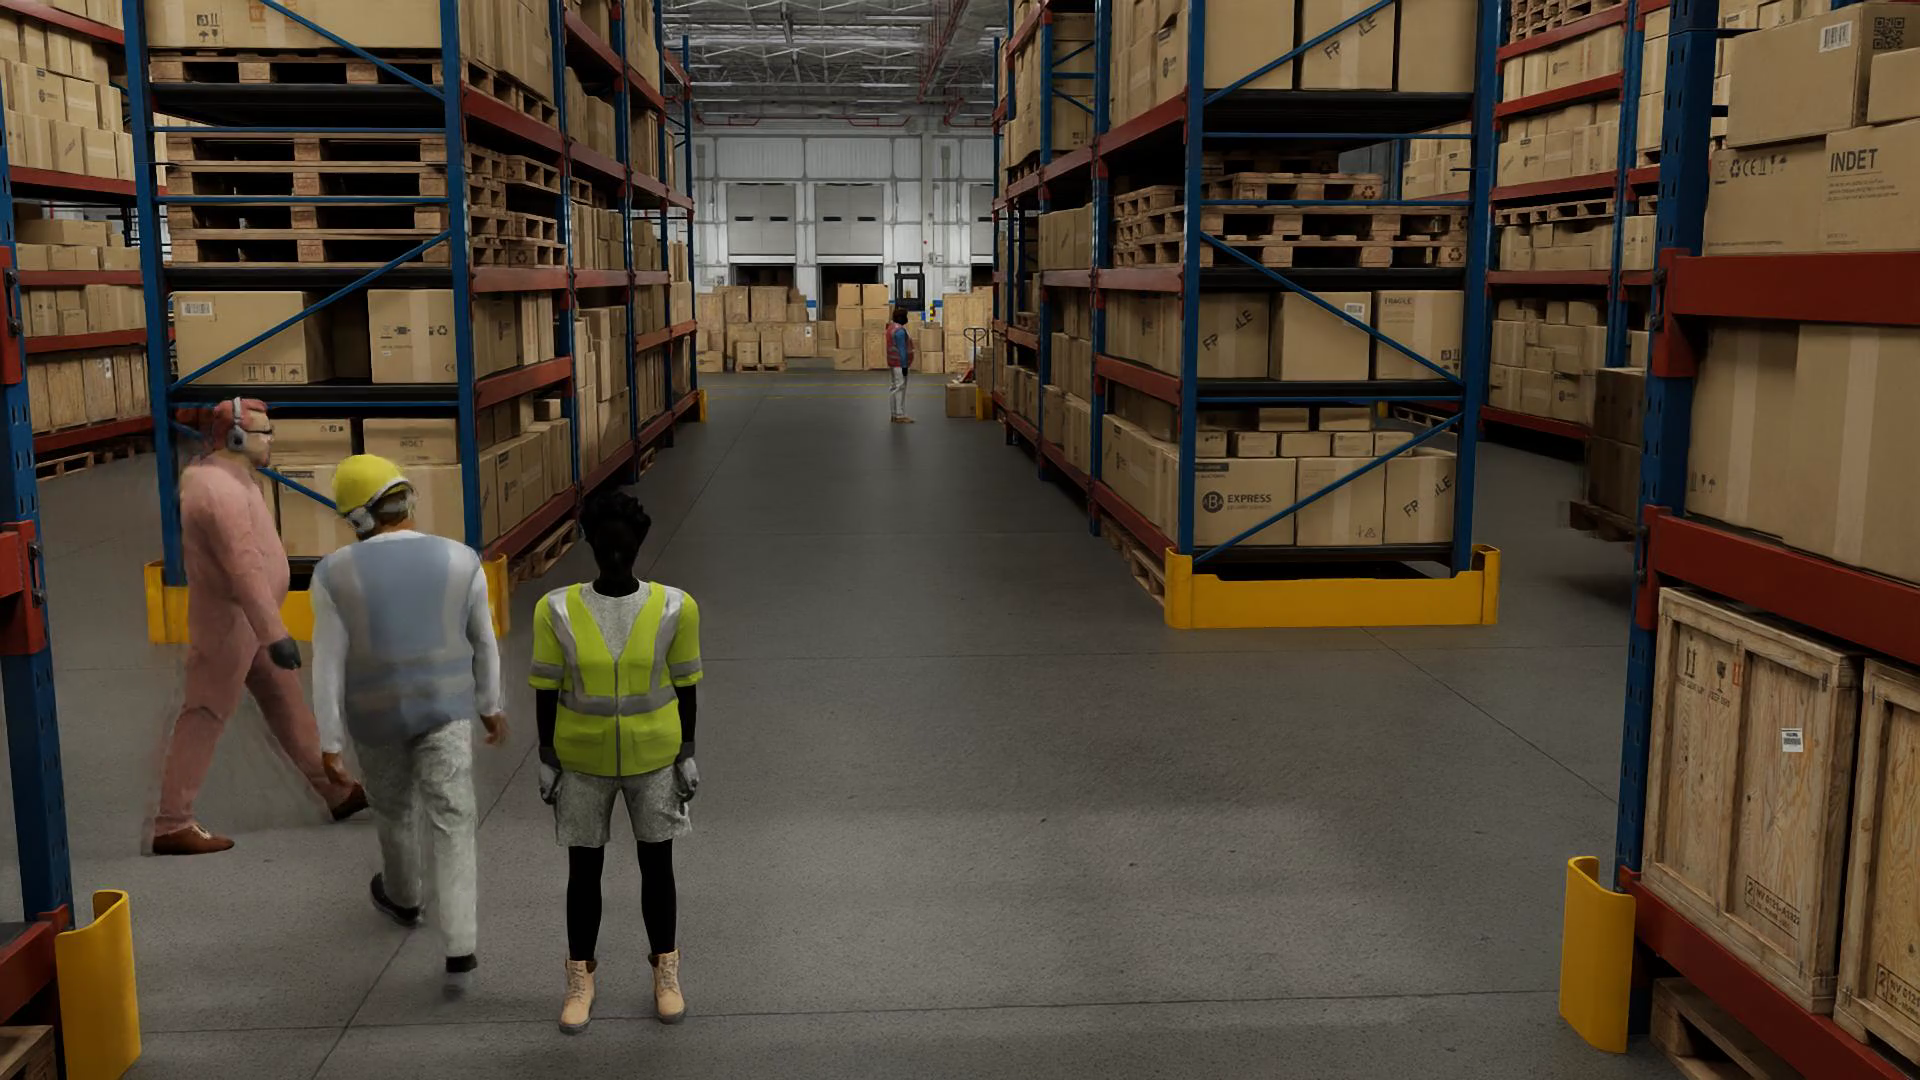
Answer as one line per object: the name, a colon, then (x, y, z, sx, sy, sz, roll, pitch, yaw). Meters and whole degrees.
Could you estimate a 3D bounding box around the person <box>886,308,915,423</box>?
person: (-0.952, -2.784, 26.568, 0.429, 1.844, 0.626, -3, 10, -19)

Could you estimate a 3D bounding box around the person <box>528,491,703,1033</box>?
person: (-1.068, 0.688, 5.209, 0.535, 1.699, 0.318, -2, 9, -12)

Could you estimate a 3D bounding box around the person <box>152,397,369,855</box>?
person: (-2.881, 0.352, 6.842, 0.993, 1.857, 0.664, -3, 9, -16)

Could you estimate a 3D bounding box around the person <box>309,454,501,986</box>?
person: (-1.873, 0.585, 5.678, 0.640, 1.761, 0.957, -5, 10, -27)

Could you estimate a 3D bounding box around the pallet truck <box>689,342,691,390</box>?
pallet truck: (-5.225, -3.008, 27.480, 1.885, 1.965, 0.823, 2, 9, 14)

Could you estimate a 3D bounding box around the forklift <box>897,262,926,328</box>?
forklift: (-1.780, -8.547, 59.499, 1.129, 2.768, 1.873, -1, 9, -4)
